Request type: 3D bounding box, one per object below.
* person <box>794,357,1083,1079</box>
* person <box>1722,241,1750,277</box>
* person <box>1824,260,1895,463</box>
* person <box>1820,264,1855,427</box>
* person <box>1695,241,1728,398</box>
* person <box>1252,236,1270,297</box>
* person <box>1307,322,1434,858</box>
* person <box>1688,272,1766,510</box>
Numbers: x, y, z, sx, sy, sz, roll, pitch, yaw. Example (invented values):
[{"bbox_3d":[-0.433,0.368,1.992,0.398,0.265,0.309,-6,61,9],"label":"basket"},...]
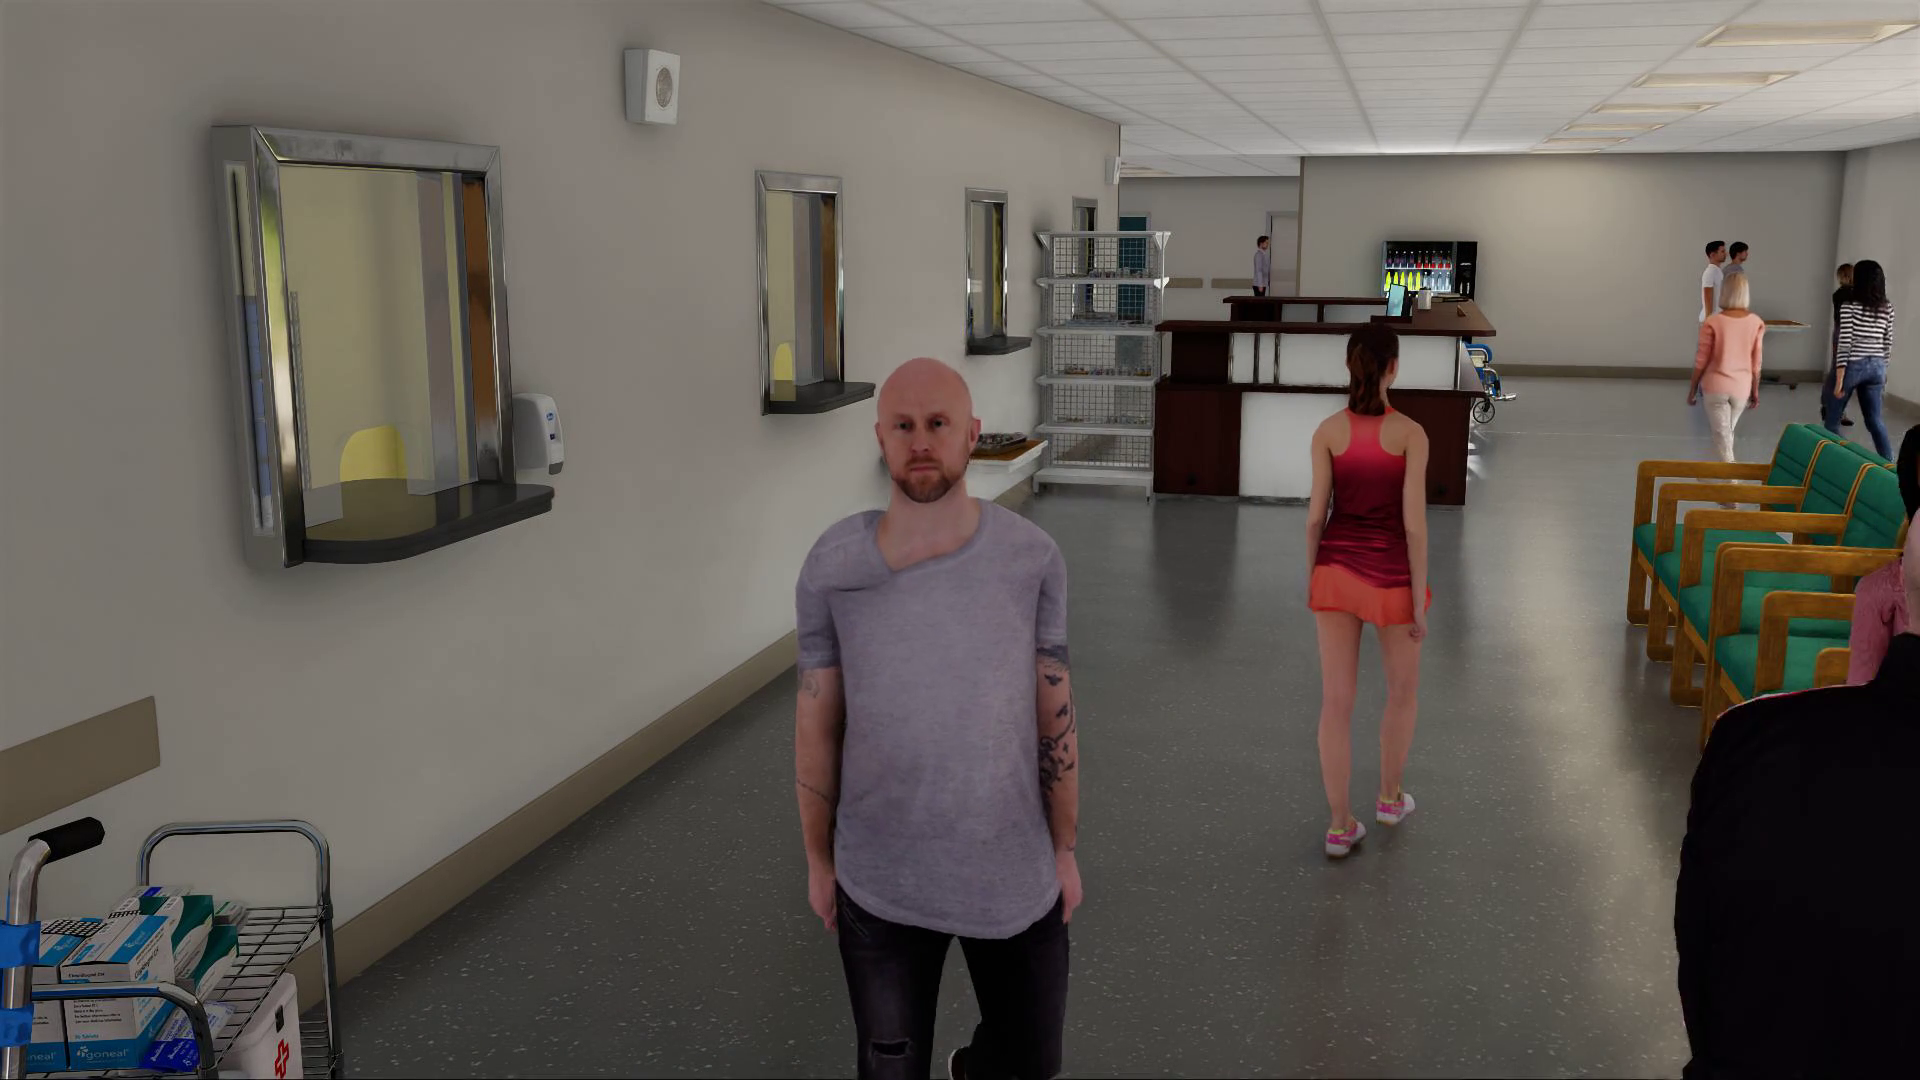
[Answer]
[{"bbox_3d":[-0.024,0.575,3.095,1.037,1.822,0.951,-1,11,-5],"label":"person"},{"bbox_3d":[9.925,-2.911,21.406,0.566,1.842,0.690,1,11,6],"label":"person"},{"bbox_3d":[6.727,-1.148,12.322,1.155,1.750,0.941,-1,11,-4],"label":"person"},{"bbox_3d":[9.200,-2.030,17.262,0.632,1.657,0.680,3,11,15],"label":"person"},{"bbox_3d":[9.077,-2.673,20.092,0.657,1.866,0.730,6,12,29],"label":"person"},{"bbox_3d":[5.753,-4.908,31.916,0.557,1.848,0.666,3,11,14],"label":"person"},{"bbox_3d":[1.294,0.180,5.396,0.765,1.739,0.733,5,12,26],"label":"person"},{"bbox_3d":[5.589,-1.056,12.062,1.078,1.683,0.856,0,11,0],"label":"person"}]
